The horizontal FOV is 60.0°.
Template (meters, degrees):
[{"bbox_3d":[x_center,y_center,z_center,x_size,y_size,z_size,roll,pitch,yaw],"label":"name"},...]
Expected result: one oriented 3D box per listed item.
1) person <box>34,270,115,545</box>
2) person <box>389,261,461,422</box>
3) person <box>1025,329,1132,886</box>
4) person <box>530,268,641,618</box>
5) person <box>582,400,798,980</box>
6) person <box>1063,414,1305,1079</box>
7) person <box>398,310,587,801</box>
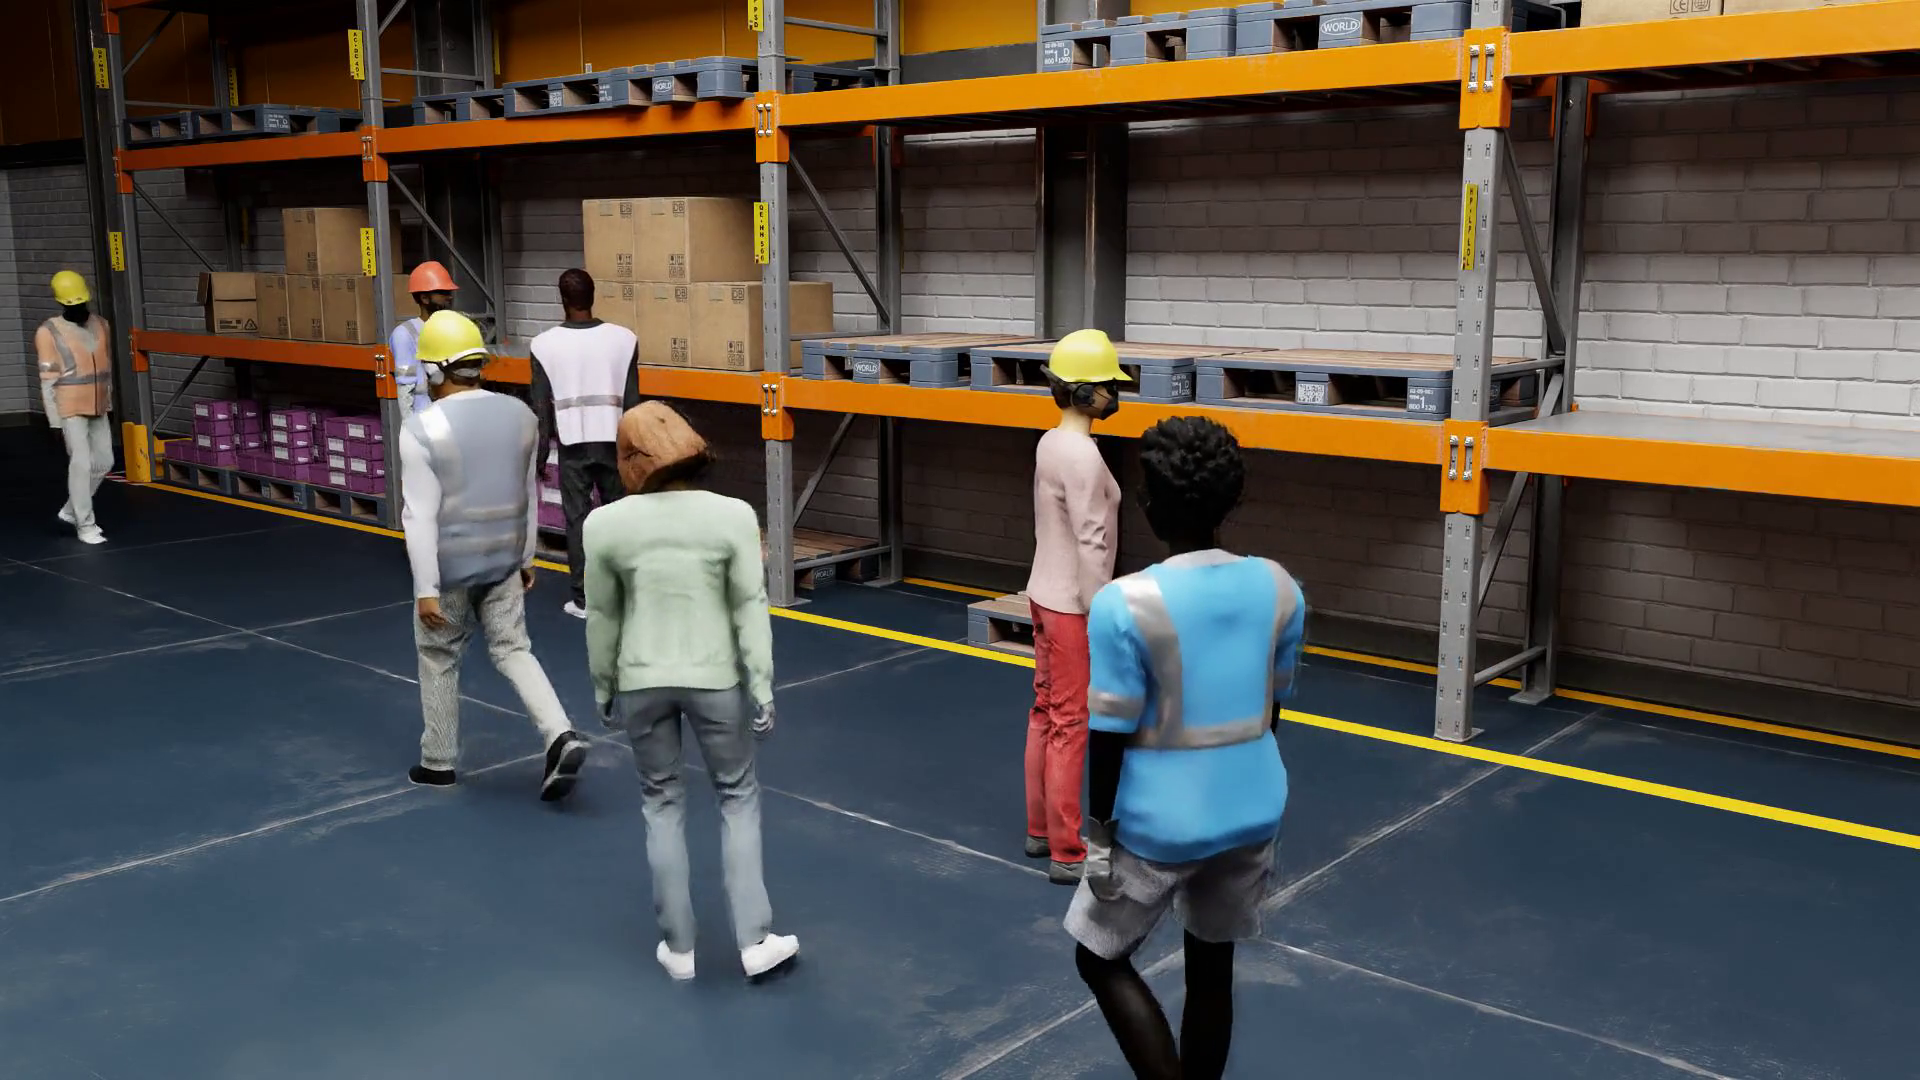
[{"bbox_3d":[-6.045,-0.894,11.342,0.683,1.875,0.654,3,10,17],"label":"person"},{"bbox_3d":[-3.139,-0.692,10.003,0.345,1.942,0.551,4,11,23],"label":"person"},{"bbox_3d":[0.379,0.215,5.338,0.320,1.769,0.523,-2,10,-11],"label":"person"},{"bbox_3d":[-2.030,-0.518,9.102,0.598,1.915,0.406,-4,11,-23],"label":"person"},{"bbox_3d":[-0.782,0.414,4.640,0.537,1.604,0.404,0,10,-1],"label":"person"},{"bbox_3d":[0.477,0.581,3.479,0.552,1.688,0.439,-5,11,-27],"label":"person"},{"bbox_3d":[-1.733,0.076,6.022,0.812,1.811,0.595,8,13,39],"label":"person"}]
